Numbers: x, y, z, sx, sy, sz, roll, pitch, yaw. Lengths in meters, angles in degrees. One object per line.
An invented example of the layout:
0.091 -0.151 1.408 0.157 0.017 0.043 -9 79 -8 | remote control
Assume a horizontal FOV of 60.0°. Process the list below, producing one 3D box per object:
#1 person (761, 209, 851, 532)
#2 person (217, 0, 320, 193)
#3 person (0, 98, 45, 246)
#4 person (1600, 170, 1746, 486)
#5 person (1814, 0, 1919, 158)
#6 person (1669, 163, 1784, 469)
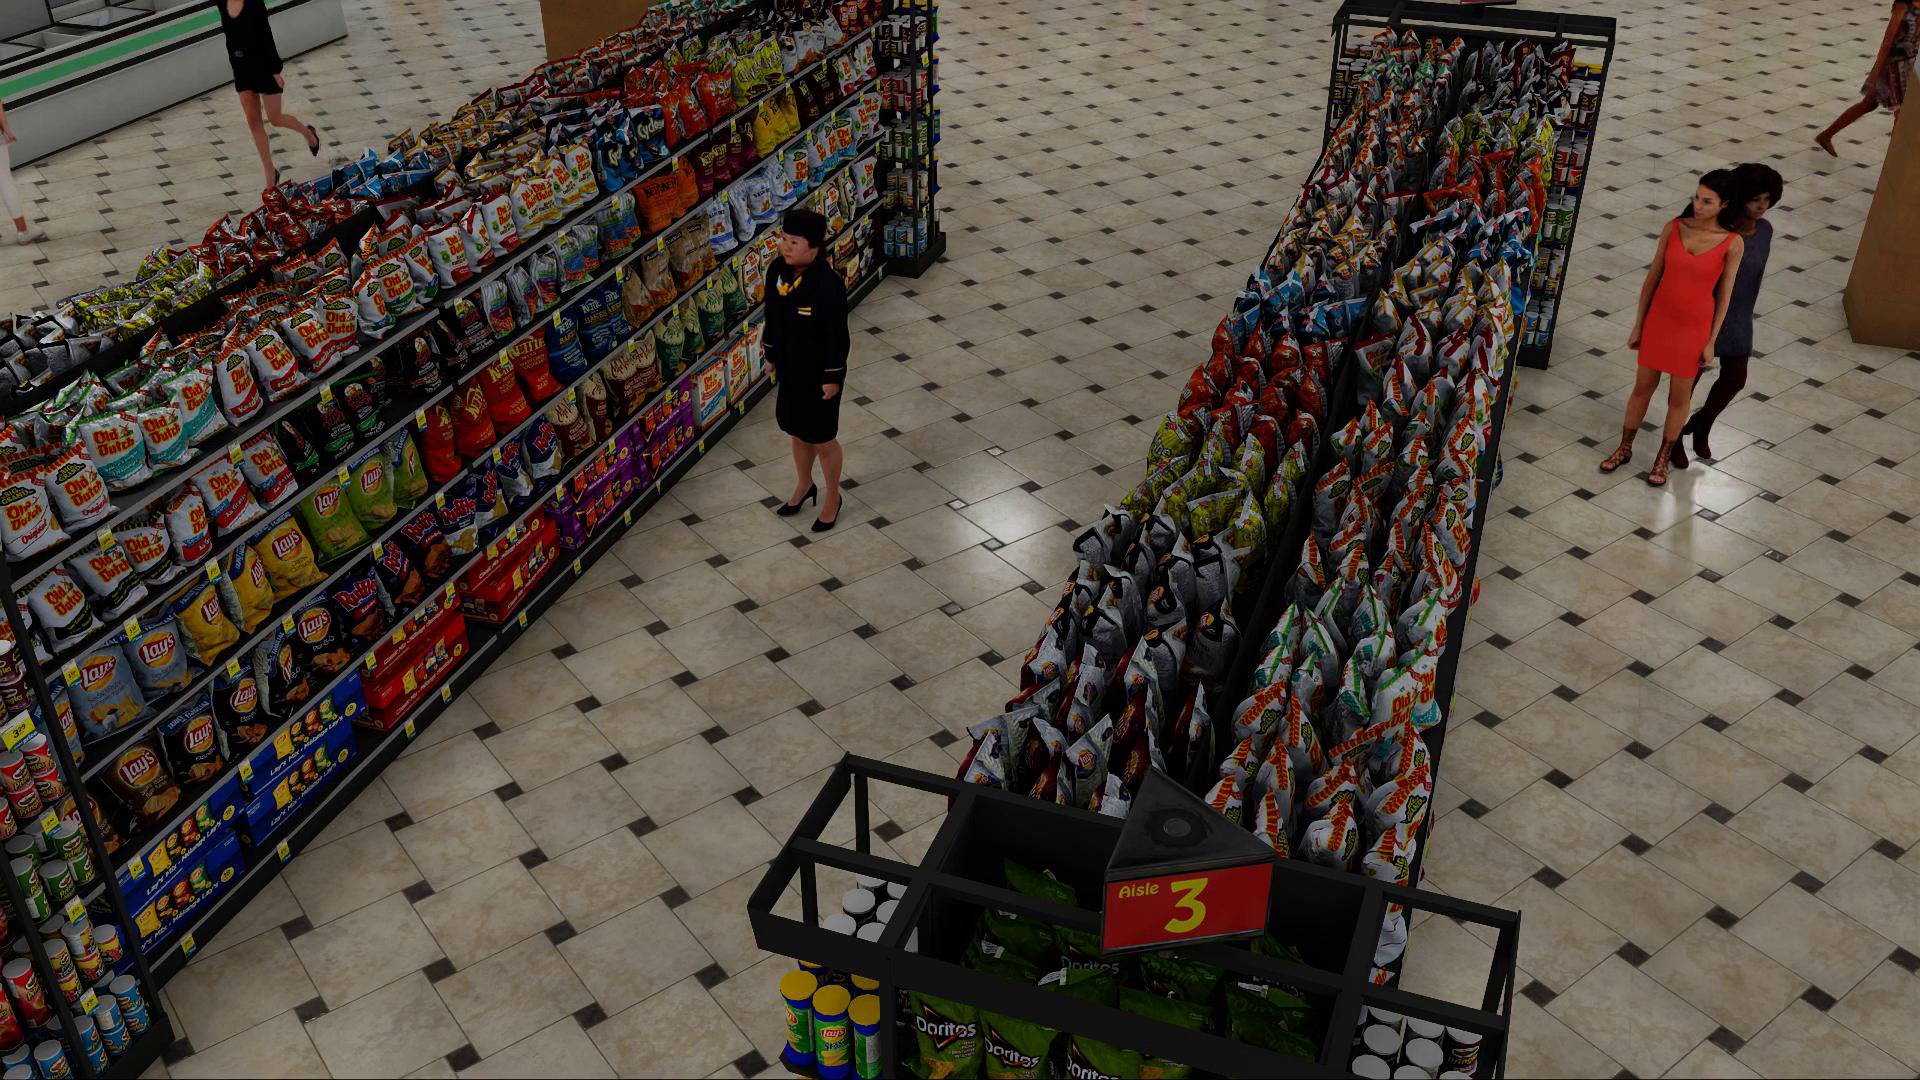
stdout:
-0.752 -0.840 8.298 0.779 1.671 0.760 25 40 34 | person
-5.231 -3.502 12.500 0.600 1.751 0.882 9 33 15 | person
-6.853 -2.874 11.539 0.686 1.702 0.695 -6 32 -10 | person
3.755 -1.114 8.693 0.649 1.720 0.630 23 38 32 | person
7.166 -3.659 12.892 1.148 1.603 1.053 -23 39 -33 | person
3.966 -1.197 8.844 0.671 1.701 0.698 -5 32 -7 | person
